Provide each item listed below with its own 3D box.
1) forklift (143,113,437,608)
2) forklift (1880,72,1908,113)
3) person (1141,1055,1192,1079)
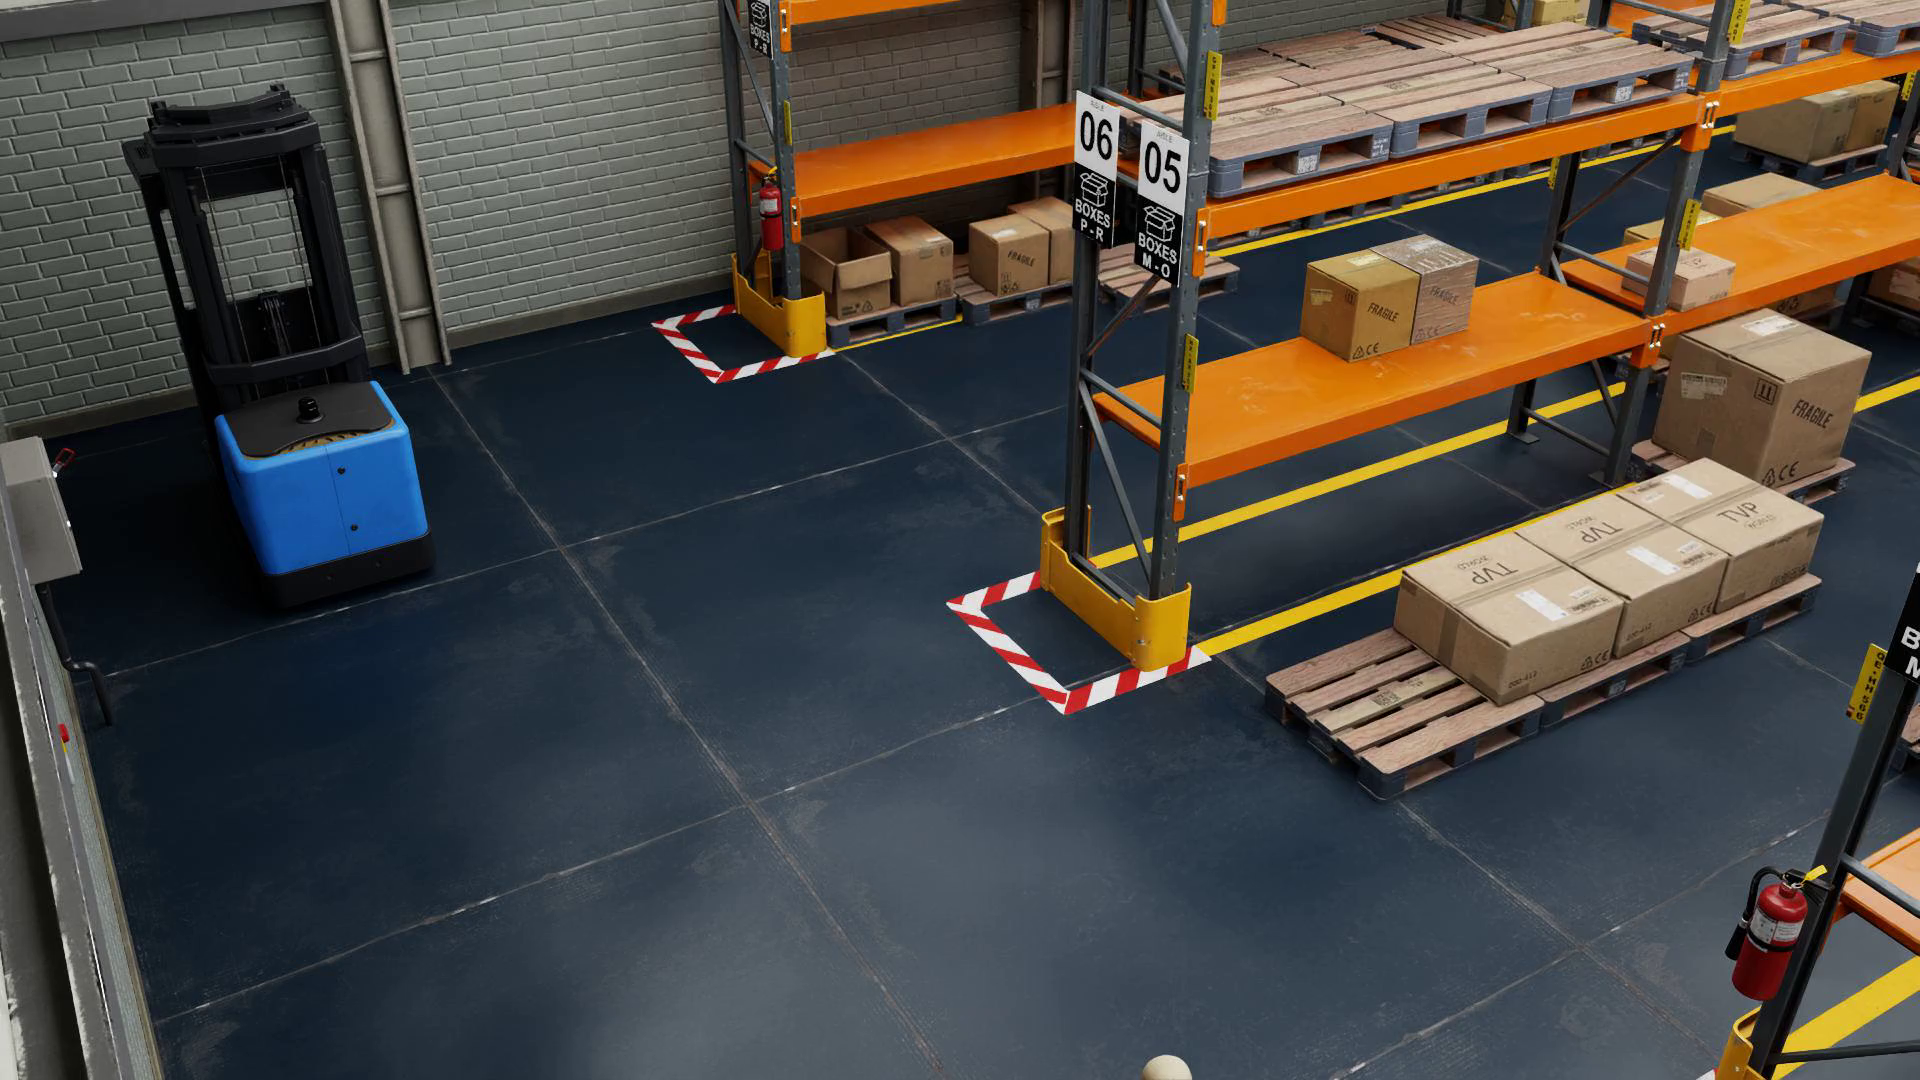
[{"bbox_3d":[-4.289,-1.259,10.509,1.129,2.768,1.873,-17,36,-26],"label":"forklift"},{"bbox_3d":[11.468,-5.645,18.244,1.214,2.155,2.313,-17,36,-26],"label":"forklift"},{"bbox_3d":[0.623,2.372,5.654,0.593,1.796,0.394,-13,34,-20],"label":"person"}]
